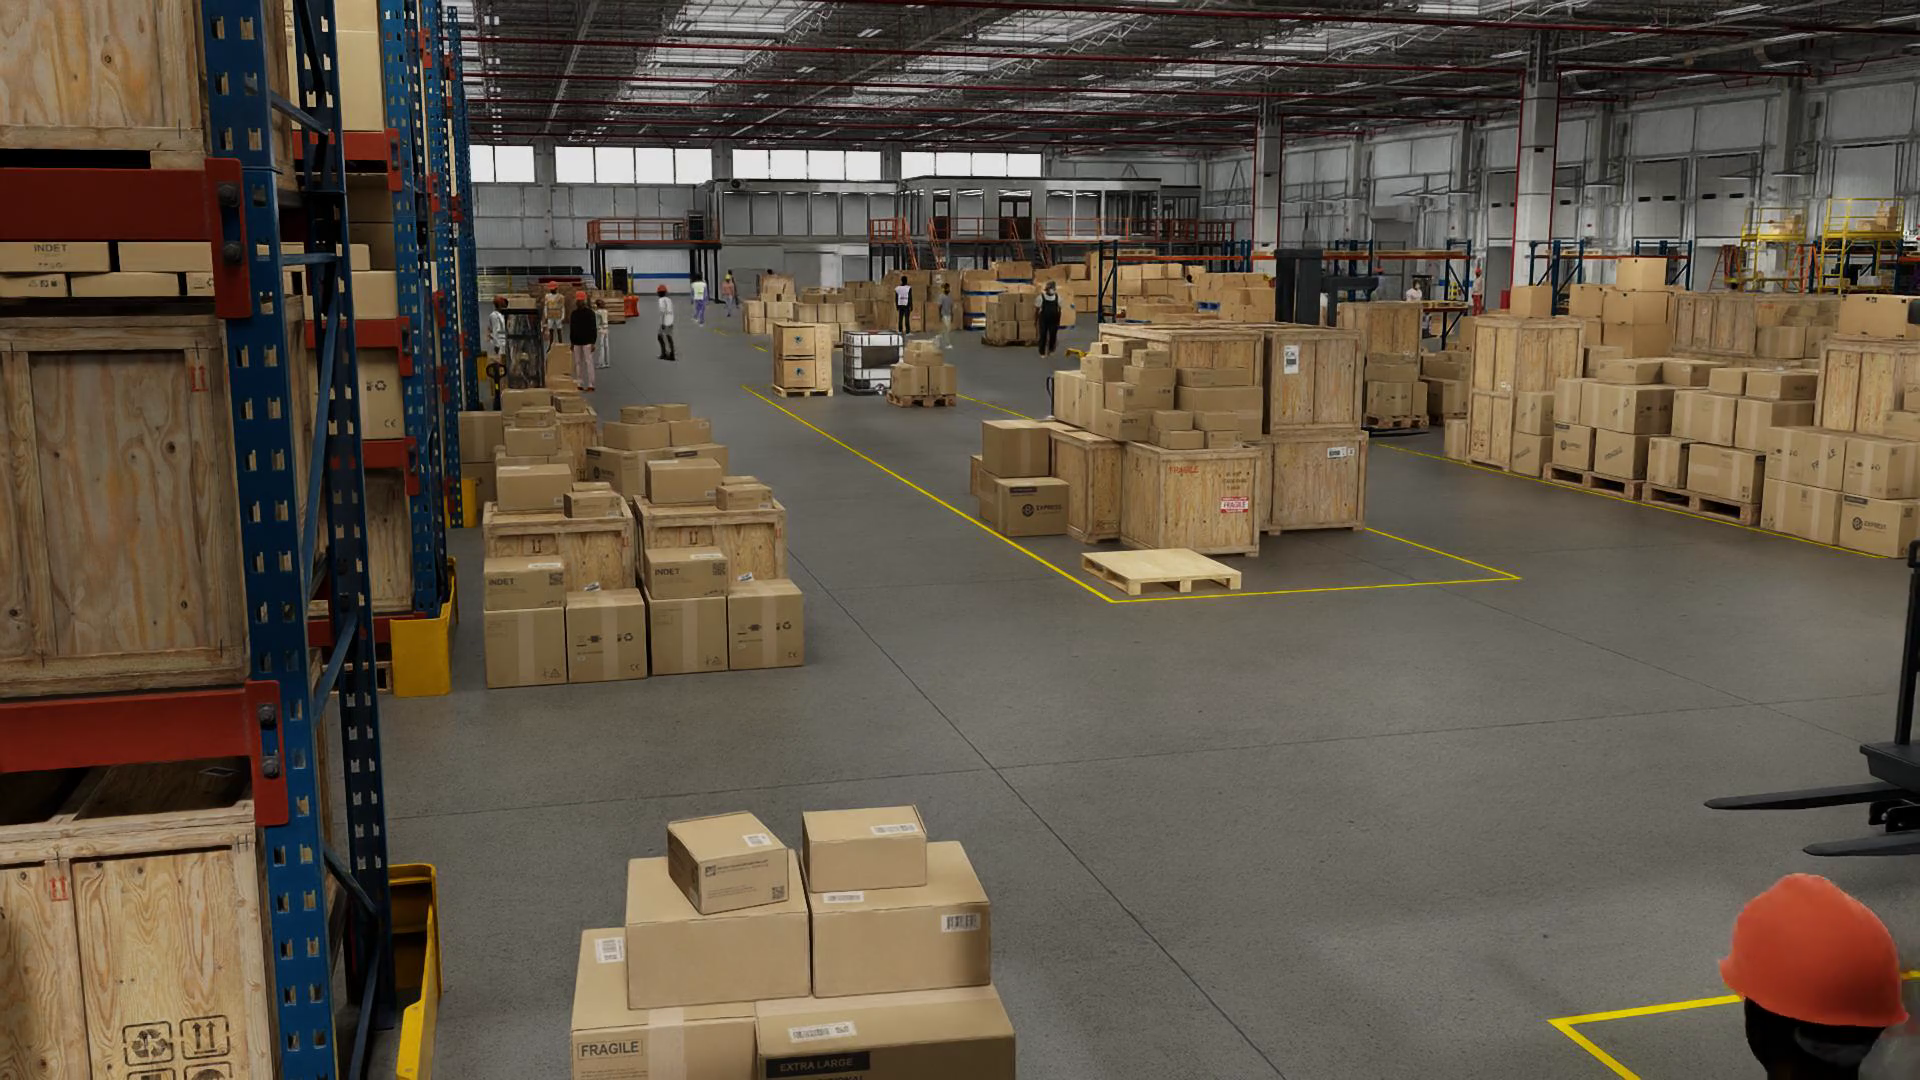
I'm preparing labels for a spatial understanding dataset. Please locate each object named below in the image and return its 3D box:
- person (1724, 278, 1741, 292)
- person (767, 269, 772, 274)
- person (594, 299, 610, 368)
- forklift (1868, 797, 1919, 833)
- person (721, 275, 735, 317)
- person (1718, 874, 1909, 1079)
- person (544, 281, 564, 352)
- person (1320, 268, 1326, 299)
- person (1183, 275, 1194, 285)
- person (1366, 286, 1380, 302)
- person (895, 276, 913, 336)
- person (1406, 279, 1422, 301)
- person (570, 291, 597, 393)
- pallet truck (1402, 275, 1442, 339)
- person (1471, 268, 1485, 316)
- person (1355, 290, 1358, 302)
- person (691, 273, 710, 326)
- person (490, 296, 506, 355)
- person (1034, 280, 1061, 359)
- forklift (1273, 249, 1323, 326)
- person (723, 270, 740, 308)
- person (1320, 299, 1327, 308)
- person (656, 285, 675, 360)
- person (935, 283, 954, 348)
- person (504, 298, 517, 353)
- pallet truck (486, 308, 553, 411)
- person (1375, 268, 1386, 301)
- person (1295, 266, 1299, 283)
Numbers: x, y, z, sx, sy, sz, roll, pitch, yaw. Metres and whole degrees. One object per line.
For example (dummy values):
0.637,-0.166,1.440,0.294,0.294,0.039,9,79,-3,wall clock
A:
24.223,-7.281,52.210,0.579,1.896,0.410,-2,10,-9,person
-7.878,-10.180,68.513,0.620,1.919,0.953,5,11,27,person
-8.456,-4.865,39.234,0.307,1.640,0.519,4,11,21,person
5.507,0.094,7.641,1.873,2.768,1.129,-3,10,-15,forklift
-9.467,-9.969,67.941,0.532,1.729,0.926,0,10,2,person
1.256,1.461,2.605,0.579,1.922,0.406,1,10,5,person
-11.009,-6.058,45.144,0.543,1.938,0.356,0,10,1,person
17.271,-12.056,79.430,0.501,1.828,0.635,-2,10,-10,person
8.207,-8.592,59.753,0.534,1.857,0.363,8,13,40,person
12.231,-6.761,49.506,0.509,1.807,0.644,4,11,22,person
-1.806,-7.552,53.663,0.587,1.918,0.391,5,11,25,person
13.005,-6.495,47.616,0.632,1.940,0.372,-8,13,-38,person
-7.416,-3.880,32.653,0.622,1.991,0.389,5,11,27,person
14.620,-7.324,52.145,0.823,1.965,1.885,8,13,40,pallet truck
20.553,-9.780,66.049,0.372,1.997,0.622,-4,11,-24,person
12.872,-7.618,54.773,0.815,1.664,0.532,5,11,28,person
-9.357,-8.652,59.951,0.615,1.897,0.488,2,10,12,person
-9.134,-3.885,32.995,0.349,1.882,0.577,0,10,0,person
2.255,-5.650,42.543,0.709,2.000,0.539,-1,10,-8,person
4.855,-2.824,24.162,1.873,2.768,1.129,-3,10,-15,forklift
-10.595,-11.630,77.124,0.979,1.806,0.534,9,13,40,person
8.296,-4.990,39.135,0.652,1.924,0.452,-2,10,-10,person
-7.450,-5.479,41.965,0.603,1.903,0.590,4,11,22,person
-0.422,-6.340,46.994,0.672,1.849,0.530,8,13,39,person
-10.398,-4.680,38.022,0.541,1.696,0.315,-4,11,-20,person
-6.242,-2.418,24.362,0.823,1.965,1.885,1,10,3,pallet truck
18.476,-11.001,73.182,0.564,1.918,0.404,8,13,38,person
17.921,-13.852,89.403,0.634,1.878,1.000,-2,10,-12,person
